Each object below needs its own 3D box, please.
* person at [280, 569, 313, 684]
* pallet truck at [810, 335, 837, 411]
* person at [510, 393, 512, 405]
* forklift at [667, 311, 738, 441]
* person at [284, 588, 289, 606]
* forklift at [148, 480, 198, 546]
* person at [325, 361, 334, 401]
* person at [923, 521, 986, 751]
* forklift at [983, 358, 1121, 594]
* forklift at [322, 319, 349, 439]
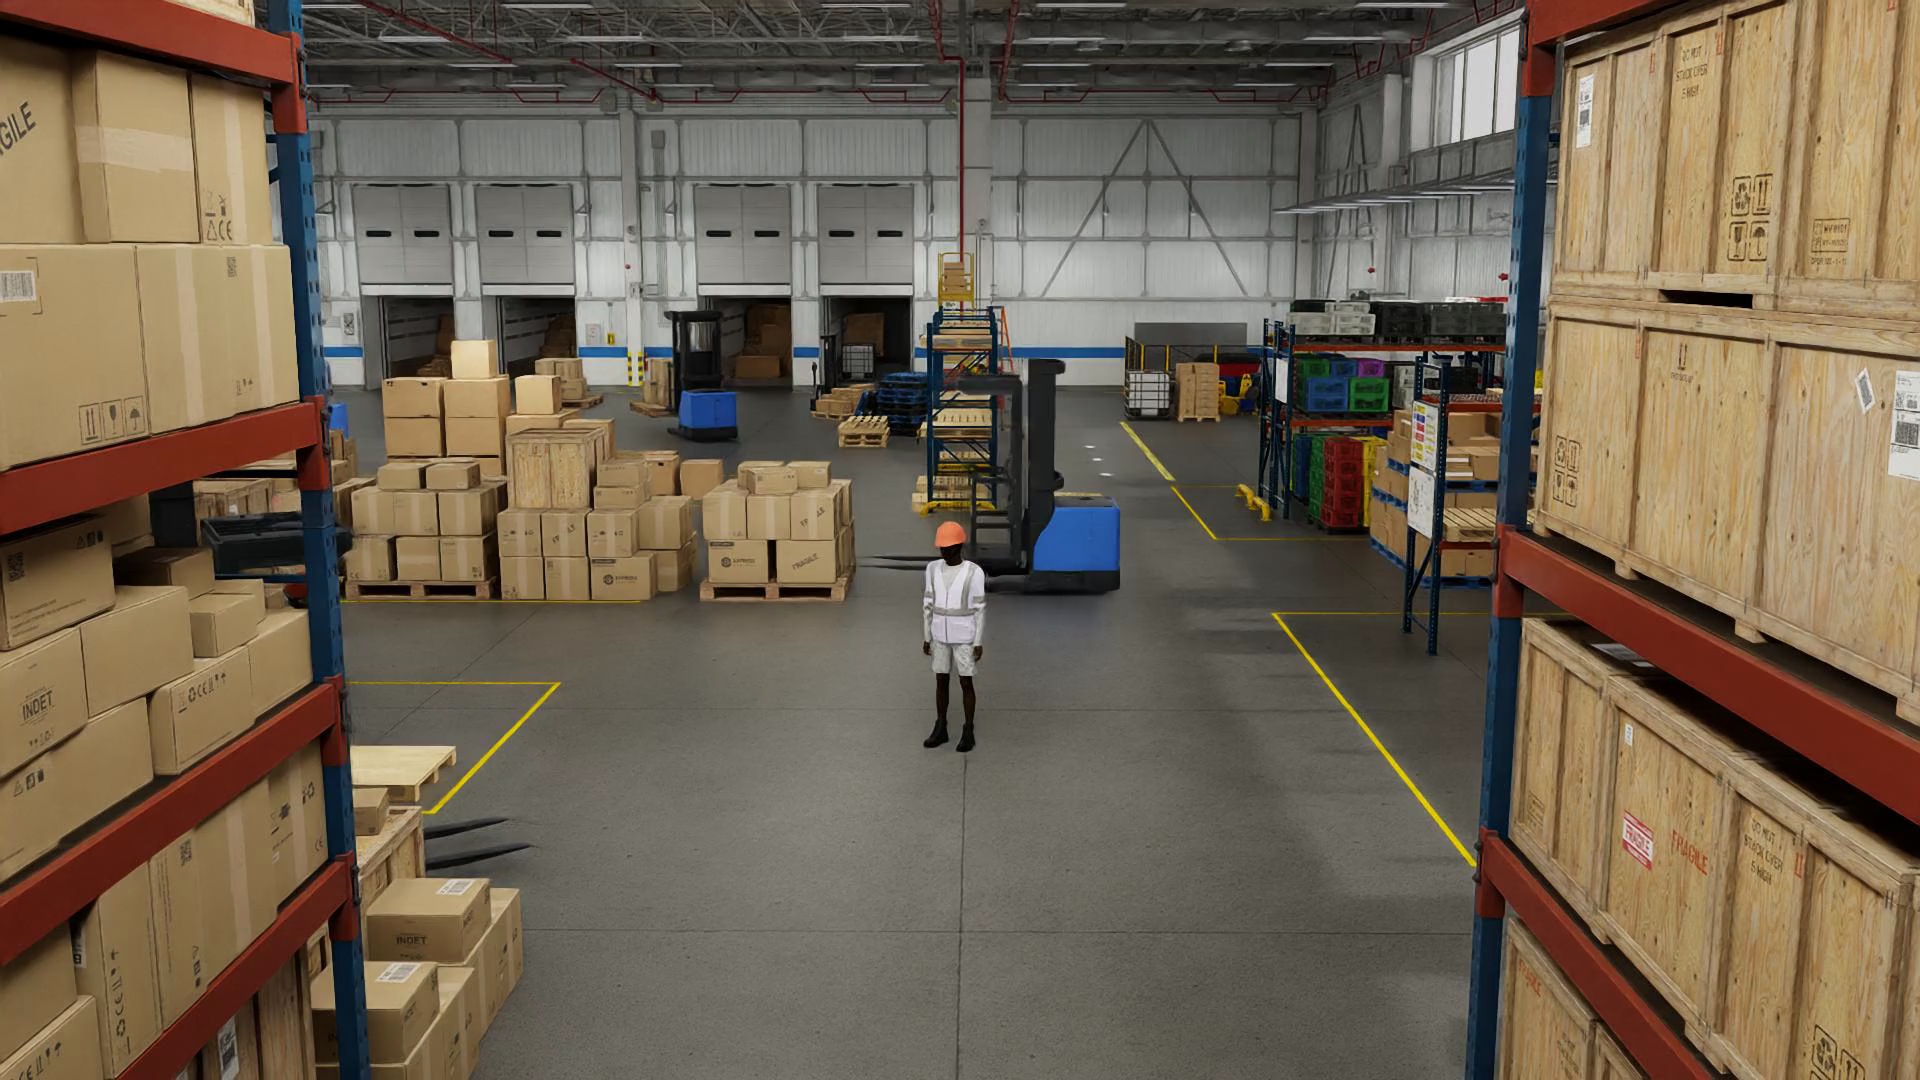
[{"bbox_3d":[-4.461,1.185,11.416,0.395,1.994,0.612,-9,13,-41],"label":"person"},{"bbox_3d":[-3.021,-4.312,43.126,1.885,1.965,0.823,3,10,17],"label":"pallet truck"},{"bbox_3d":[-9.241,-2.483,33.439,0.529,1.697,0.321,6,11,29],"label":"person"},{"bbox_3d":[-5.744,-3.686,36.967,1.129,2.768,1.873,-5,11,-25],"label":"forklift"},{"bbox_3d":[-7.456,0.165,17.825,0.868,1.817,0.611,-3,10,-17],"label":"person"},{"bbox_3d":[-4.898,0.928,10.347,1.873,2.768,1.129,-5,11,-29],"label":"forklift"},{"bbox_3d":[-15.015,-3.571,39.050,0.572,1.932,0.393,-3,10,-19],"label":"person"},{"bbox_3d":[-0.065,0.799,13.812,0.552,1.934,0.373,4,11,24],"label":"person"},{"bbox_3d":[1.012,-0.806,20.353,1.873,2.768,1.129,0,10,1],"label":"forklift"},{"bbox_3d":[-13.003,-2.989,32.947,1.129,2.768,1.873,0,10,1],"label":"forklift"}]
